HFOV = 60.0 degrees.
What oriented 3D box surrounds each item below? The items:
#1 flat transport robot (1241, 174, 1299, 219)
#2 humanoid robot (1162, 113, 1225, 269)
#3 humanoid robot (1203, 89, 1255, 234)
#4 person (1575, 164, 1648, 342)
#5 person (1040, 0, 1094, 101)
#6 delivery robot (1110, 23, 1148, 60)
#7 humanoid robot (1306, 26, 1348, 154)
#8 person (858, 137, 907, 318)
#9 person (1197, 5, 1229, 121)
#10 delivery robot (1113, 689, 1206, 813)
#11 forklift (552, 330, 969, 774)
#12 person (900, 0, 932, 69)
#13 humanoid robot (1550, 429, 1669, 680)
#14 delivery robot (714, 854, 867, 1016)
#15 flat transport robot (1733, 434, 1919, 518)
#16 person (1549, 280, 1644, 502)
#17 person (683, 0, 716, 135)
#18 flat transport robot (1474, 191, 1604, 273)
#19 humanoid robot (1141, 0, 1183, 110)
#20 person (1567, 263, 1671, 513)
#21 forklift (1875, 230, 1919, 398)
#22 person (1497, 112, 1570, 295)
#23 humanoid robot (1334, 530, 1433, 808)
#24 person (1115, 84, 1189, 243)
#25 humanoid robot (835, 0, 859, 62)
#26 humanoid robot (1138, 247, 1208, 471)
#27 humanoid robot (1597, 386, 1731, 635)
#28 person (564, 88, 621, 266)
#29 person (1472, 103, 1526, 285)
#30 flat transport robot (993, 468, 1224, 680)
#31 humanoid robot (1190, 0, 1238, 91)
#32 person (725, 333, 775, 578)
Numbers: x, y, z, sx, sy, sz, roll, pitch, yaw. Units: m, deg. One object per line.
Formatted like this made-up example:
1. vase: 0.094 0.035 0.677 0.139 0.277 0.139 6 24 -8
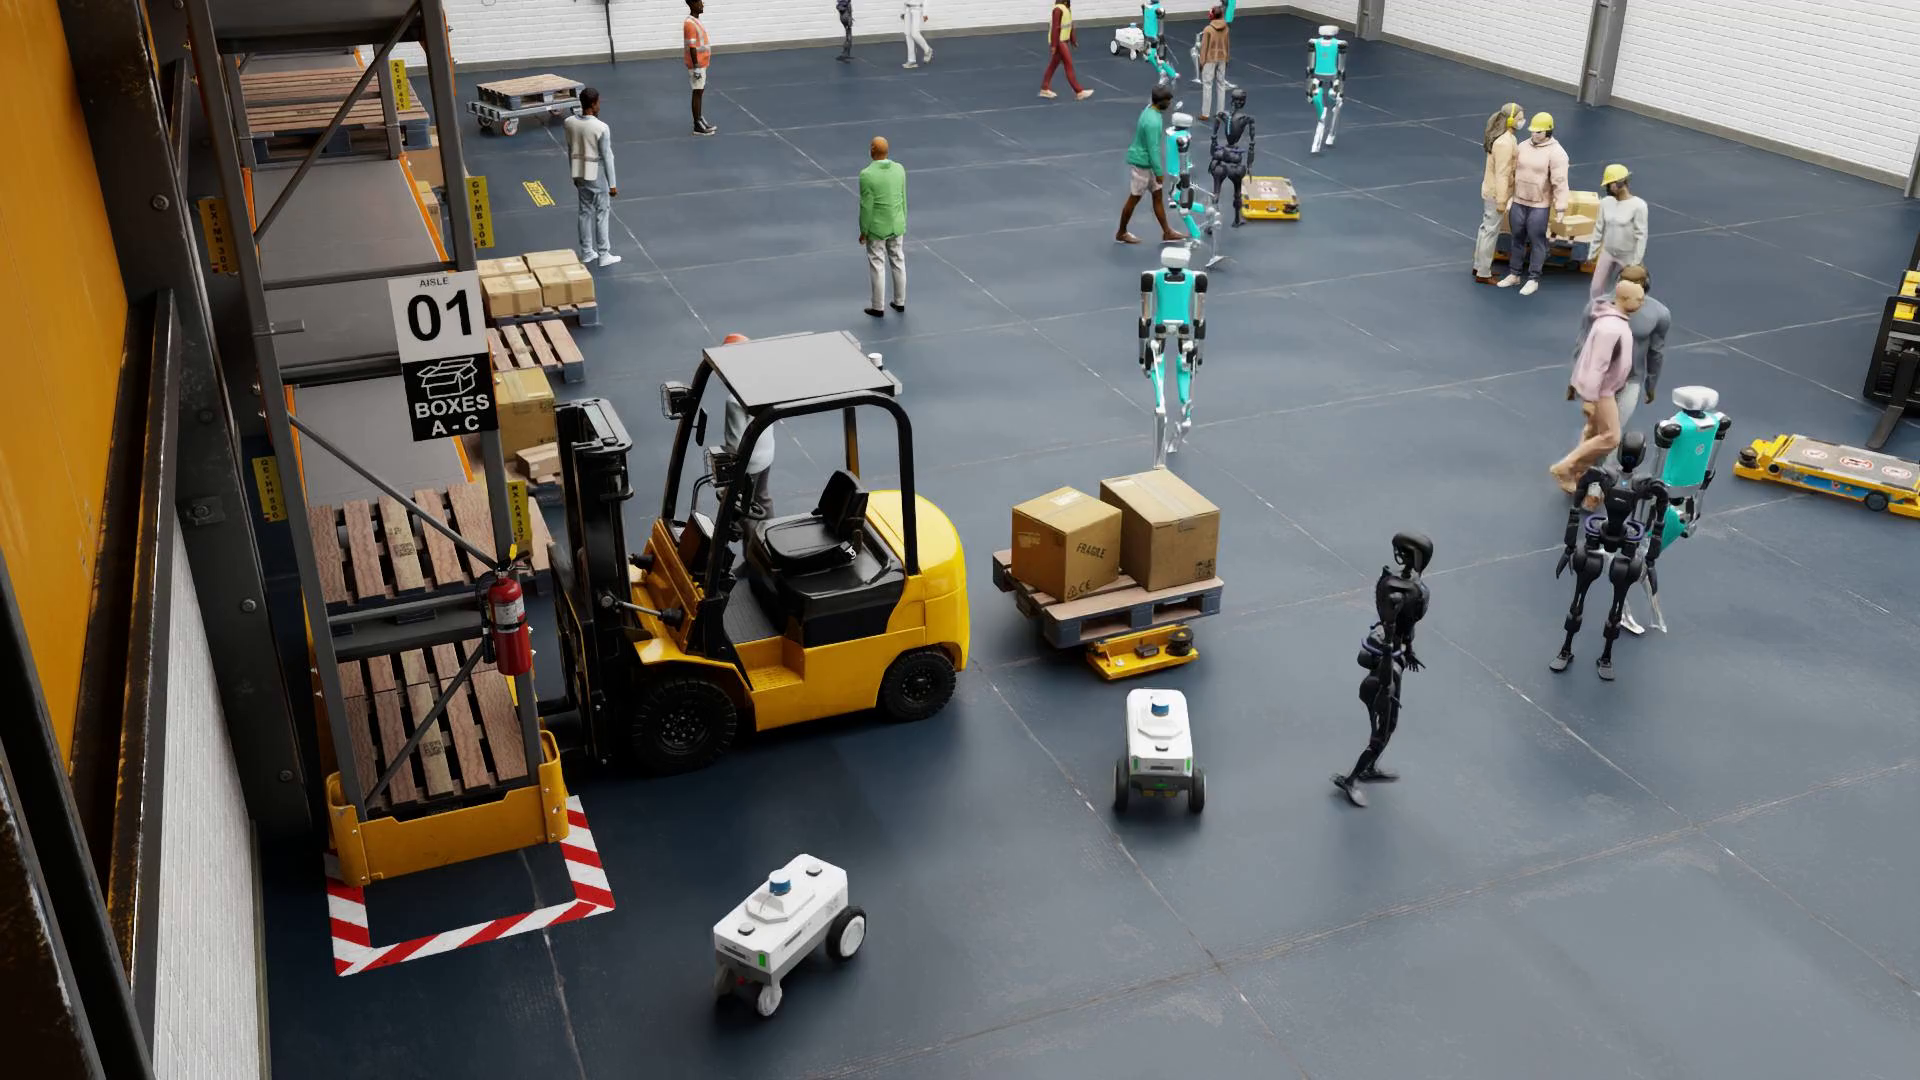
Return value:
1. flat transport robot: 3.742 -4.197 20.336 0.659 0.231 1.431 2 27 3
2. humanoid robot: 2.586 -3.655 17.662 0.994 1.774 0.530 -5 27 -9
3. humanoid robot: 3.088 -4.349 19.137 0.589 1.628 0.793 18 32 31
4. person: 6.195 -2.660 15.656 0.405 1.723 0.562 -20 33 -34
5. person: 1.644 -7.660 25.602 0.916 1.716 0.495 10 28 19
6. delivery robot: 2.992 -8.680 28.950 0.499 0.610 0.804 -11 29 -21
7. humanoid robot: 5.008 -6.130 22.606 0.535 1.762 1.048 12 29 22
8. person: -0.764 -3.091 16.450 0.538 1.784 0.388 -17 31 -30
9. person: 3.725 -6.967 24.312 0.468 1.640 0.325 -11 29 -20
10. delivery robot: 1.114 1.169 9.355 0.499 0.604 0.807 1 27 3
11. forklift: -1.094 0.010 9.831 2.313 2.155 1.214 -10 28 -20
12. person: -0.756 -8.851 27.810 0.483 1.865 0.591 -23 35 -38
13. humanoid robot: 4.006 0.090 10.229 0.599 1.653 0.315 12 29 22
14. delivery robot: -0.839 1.853 8.005 0.499 0.614 0.815 16 31 29
15. flat transport robot: 6.906 -0.522 13.025 1.431 0.231 0.659 19 32 33
16. person: 4.836 -1.119 12.539 0.459 1.764 0.541 12 29 22
17. person: -3.699 -6.745 23.516 0.368 1.966 0.605 -1 27 -1
18. flat transport robot: 6.460 -3.188 18.328 1.431 0.231 0.659 12 29 22
19. humanoid robot: 3.118 -7.274 24.876 0.868 1.825 0.543 -12 29 -22
20. person: 4.959 -1.209 12.609 0.623 1.875 1.095 15 30 27
21. forklift: 9.029 -2.397 14.618 1.214 2.155 2.313 18 32 32
22. person: 5.912 -3.483 17.152 0.436 1.858 0.801 -20 33 -34
23. humanoid robot: 2.333 0.679 9.074 0.350 1.656 0.595 13 29 24
24. person: 2.182 -4.179 18.585 0.909 1.798 0.512 5 27 10
25. humanoid robot: -1.958 -9.012 28.360 0.444 1.632 0.598 -5 27 -10
26. humanoid robot: 1.656 -1.323 13.034 0.535 1.782 0.998 2 27 4
27. humanoid robot: 4.453 -0.203 10.776 0.539 1.813 0.663 -10 28 -19
28. person: -3.960 -3.904 17.936 0.596 1.907 0.410 14 30 26
29. person: 5.613 -3.628 17.417 0.396 1.875 0.568 5 27 9
30. flat transport robot: 0.948 0.466 11.061 0.659 0.231 1.431 -11 29 -21
31. humanoid robot: 3.931 -7.913 26.135 1.032 1.753 0.537 12 29 23
32. person: -1.474 -0.589 11.520 0.351 1.737 0.574 9 28 17
